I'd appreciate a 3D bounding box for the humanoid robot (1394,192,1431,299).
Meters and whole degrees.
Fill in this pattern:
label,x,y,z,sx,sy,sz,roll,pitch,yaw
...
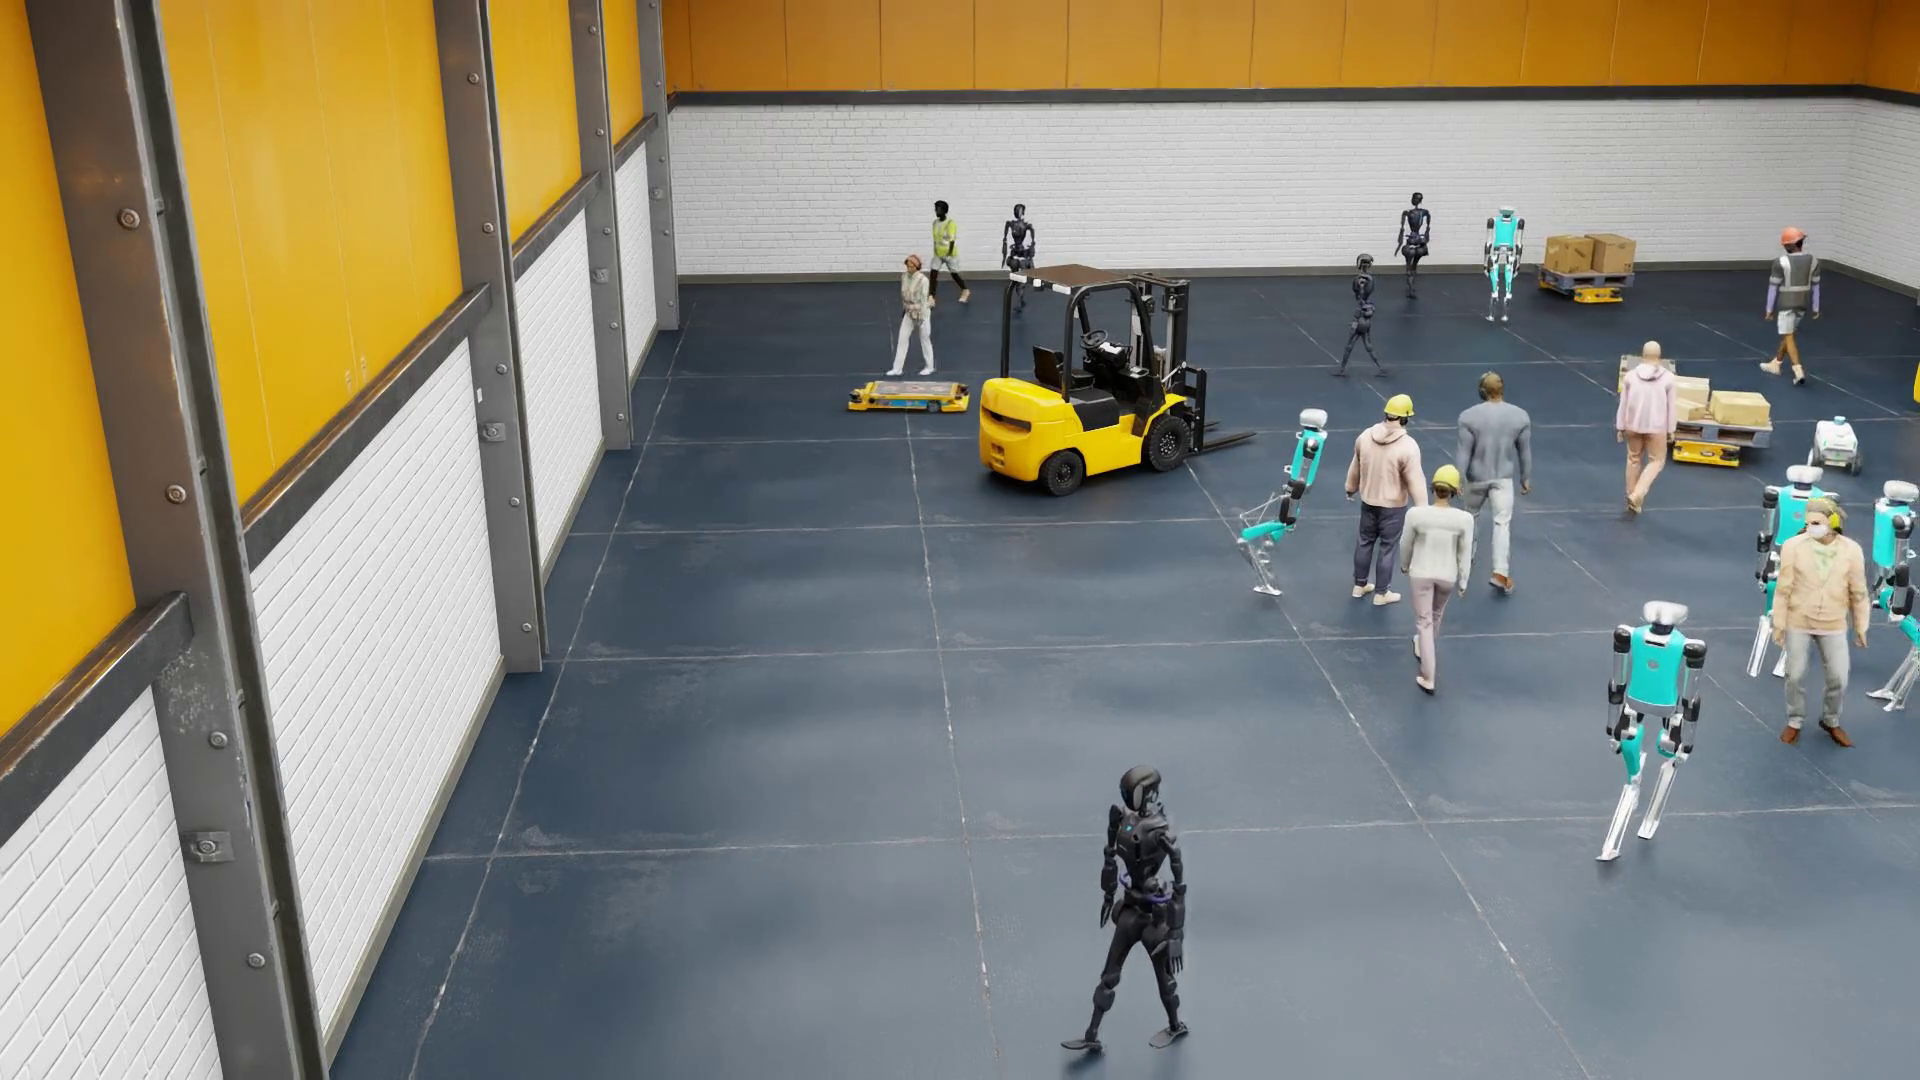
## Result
label,x,y,z,sx,sy,sz,roll,pitch,yaw
humanoid robot,7.173,-4.675,26.341,0.587,1.640,0.559,-7,21,-18

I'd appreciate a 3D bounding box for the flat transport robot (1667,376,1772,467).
label,x,y,z,sx,sy,sz,roll,pitch,yaw
flat transport robot,8.402,-1.125,18.694,0.659,0.231,1.431,8,22,22

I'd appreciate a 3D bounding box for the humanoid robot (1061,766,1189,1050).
label,x,y,z,sx,sy,sz,roll,pitch,yaw
humanoid robot,0.900,1.911,8.424,0.748,1.630,0.614,-14,25,-34

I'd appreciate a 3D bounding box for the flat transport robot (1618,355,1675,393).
label,x,y,z,sx,sy,sz,roll,pitch,yaw
flat transport robot,8.823,-2.105,21.362,0.659,0.231,1.431,8,22,20

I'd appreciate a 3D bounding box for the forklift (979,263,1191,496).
label,x,y,z,sx,sy,sz,roll,pitch,yaw
forklift,1.315,-1.764,17.646,2.313,2.155,1.214,-14,24,-33

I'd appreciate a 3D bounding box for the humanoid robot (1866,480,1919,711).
label,x,y,z,sx,sy,sz,roll,pitch,yaw
humanoid robot,7.052,0.437,12.314,0.749,1.778,0.531,4,20,10

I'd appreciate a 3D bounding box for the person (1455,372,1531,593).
label,x,y,z,sx,sy,sz,roll,pitch,yaw
person,4.724,-0.532,14.767,0.693,1.881,1.051,2,20,7

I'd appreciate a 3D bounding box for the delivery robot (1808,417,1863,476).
label,x,y,z,sx,sy,sz,roll,pitch,yaw
delivery robot,9.488,-1.024,18.025,0.499,0.611,0.811,7,21,19

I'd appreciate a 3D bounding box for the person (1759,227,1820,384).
label,x,y,z,sx,sy,sz,roll,pitch,yaw
person,10.732,-3.011,21.375,0.673,1.977,1.016,-2,20,-5

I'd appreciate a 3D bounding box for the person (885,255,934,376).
label,x,y,z,sx,sy,sz,roll,pitch,yaw
person,-0.648,-2.891,21.546,0.770,1.601,0.551,-17,26,-39

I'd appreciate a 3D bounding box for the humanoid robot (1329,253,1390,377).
label,x,y,z,sx,sy,sz,roll,pitch,yaw
humanoid robot,5.241,-2.897,21.547,0.766,1.638,0.600,7,21,18

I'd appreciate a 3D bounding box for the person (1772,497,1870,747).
label,x,y,z,sx,sy,sz,roll,pitch,yaw
person,6.077,0.582,11.763,0.646,1.849,0.420,7,21,19

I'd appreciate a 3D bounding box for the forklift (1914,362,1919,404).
label,x,y,z,sx,sy,sz,roll,pitch,yaw
forklift,12.602,-2.435,19.475,2.313,2.155,1.214,-1,20,-4

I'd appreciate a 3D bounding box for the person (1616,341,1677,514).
label,x,y,z,sx,sy,sz,roll,pitch,yaw
person,6.772,-1.091,16.441,0.553,1.756,0.657,14,24,33

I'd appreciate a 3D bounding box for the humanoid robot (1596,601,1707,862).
label,x,y,z,sx,sy,sz,roll,pitch,yaw
humanoid robot,4.313,1.163,10.330,0.544,1.770,0.921,14,24,34

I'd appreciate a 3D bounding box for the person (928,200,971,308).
label,x,y,z,sx,sy,sz,roll,pitch,yaw
person,-0.195,-4.437,25.699,0.520,1.652,0.857,17,26,39

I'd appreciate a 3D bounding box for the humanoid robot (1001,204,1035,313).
label,x,y,z,sx,sy,sz,roll,pitch,yaw
humanoid robot,0.886,-4.311,25.383,0.585,1.622,0.751,11,23,27

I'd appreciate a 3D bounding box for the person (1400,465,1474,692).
label,x,y,z,sx,sy,sz,roll,pitch,yaw
person,3.640,0.247,12.847,0.515,1.711,0.899,1,20,3

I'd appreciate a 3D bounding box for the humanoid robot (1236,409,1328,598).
label,x,y,z,sx,sy,sz,roll,pitch,yaw
humanoid robot,2.679,-0.246,14.254,0.820,1.820,0.530,5,21,12

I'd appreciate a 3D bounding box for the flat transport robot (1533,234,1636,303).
label,x,y,z,sx,sy,sz,roll,pitch,yaw
flat transport robot,9.926,-4.018,26.573,0.659,0.231,1.431,-3,20,-9

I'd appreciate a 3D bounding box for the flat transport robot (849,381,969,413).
label,x,y,z,sx,sy,sz,roll,pitch,yaw
flat transport robot,-0.617,-1.757,20.413,1.431,0.231,0.659,1,20,3

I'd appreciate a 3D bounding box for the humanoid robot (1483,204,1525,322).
label,x,y,z,sx,sy,sz,roll,pitch,yaw
humanoid robot,7.888,-3.992,24.178,0.533,1.677,0.735,5,21,13

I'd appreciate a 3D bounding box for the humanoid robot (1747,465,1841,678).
label,x,y,z,sx,sy,sz,roll,pitch,yaw
humanoid robot,6.437,0.235,12.861,0.555,1.802,0.671,12,23,29

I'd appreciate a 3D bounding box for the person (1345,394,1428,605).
label,x,y,z,sx,sy,sz,roll,pitch,yaw
person,3.632,-0.337,14.253,0.434,1.853,0.818,-18,27,-40
